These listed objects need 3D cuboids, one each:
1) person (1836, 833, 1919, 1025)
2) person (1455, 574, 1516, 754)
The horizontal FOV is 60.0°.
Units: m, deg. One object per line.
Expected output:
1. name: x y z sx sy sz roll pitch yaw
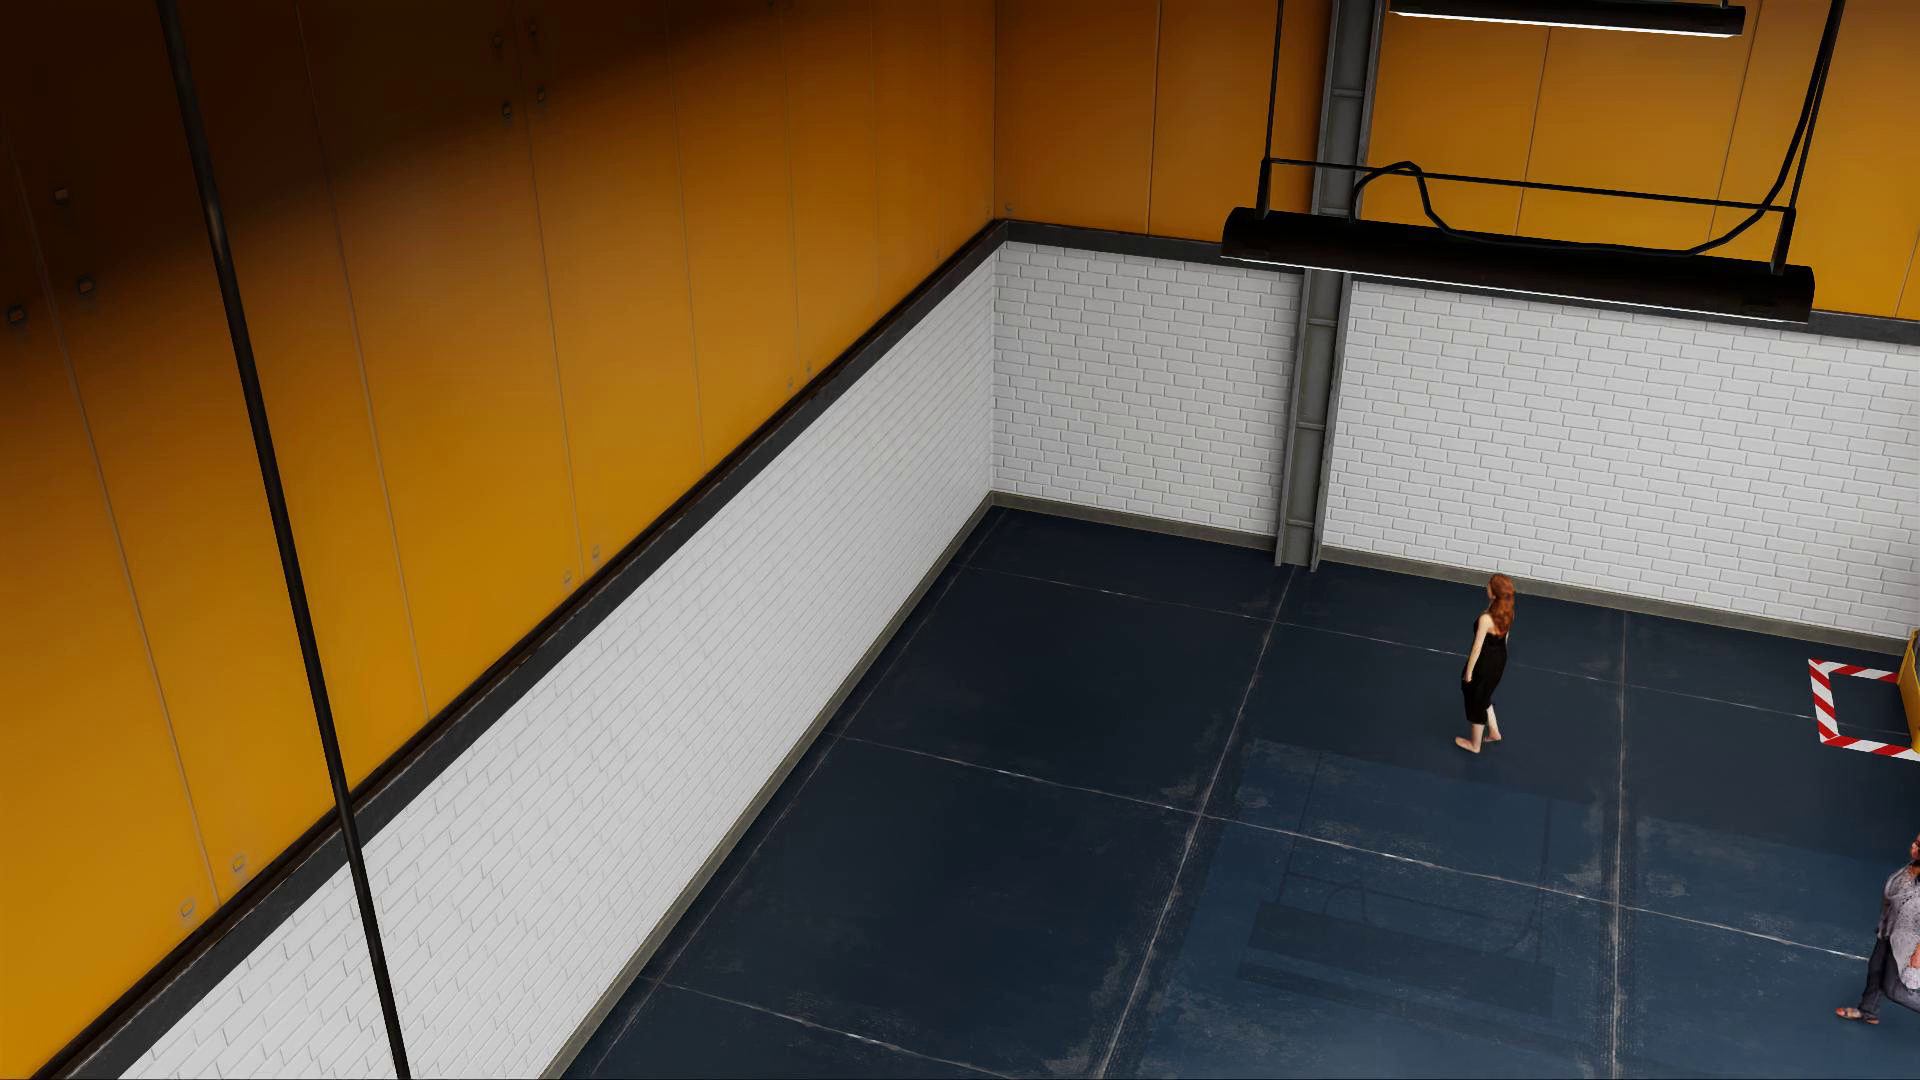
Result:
1. person: 5.981 2.464 10.327 0.864 1.589 0.688 6 29 11
2. person: 4.184 1.006 12.971 0.732 1.616 0.794 -23 36 -36
